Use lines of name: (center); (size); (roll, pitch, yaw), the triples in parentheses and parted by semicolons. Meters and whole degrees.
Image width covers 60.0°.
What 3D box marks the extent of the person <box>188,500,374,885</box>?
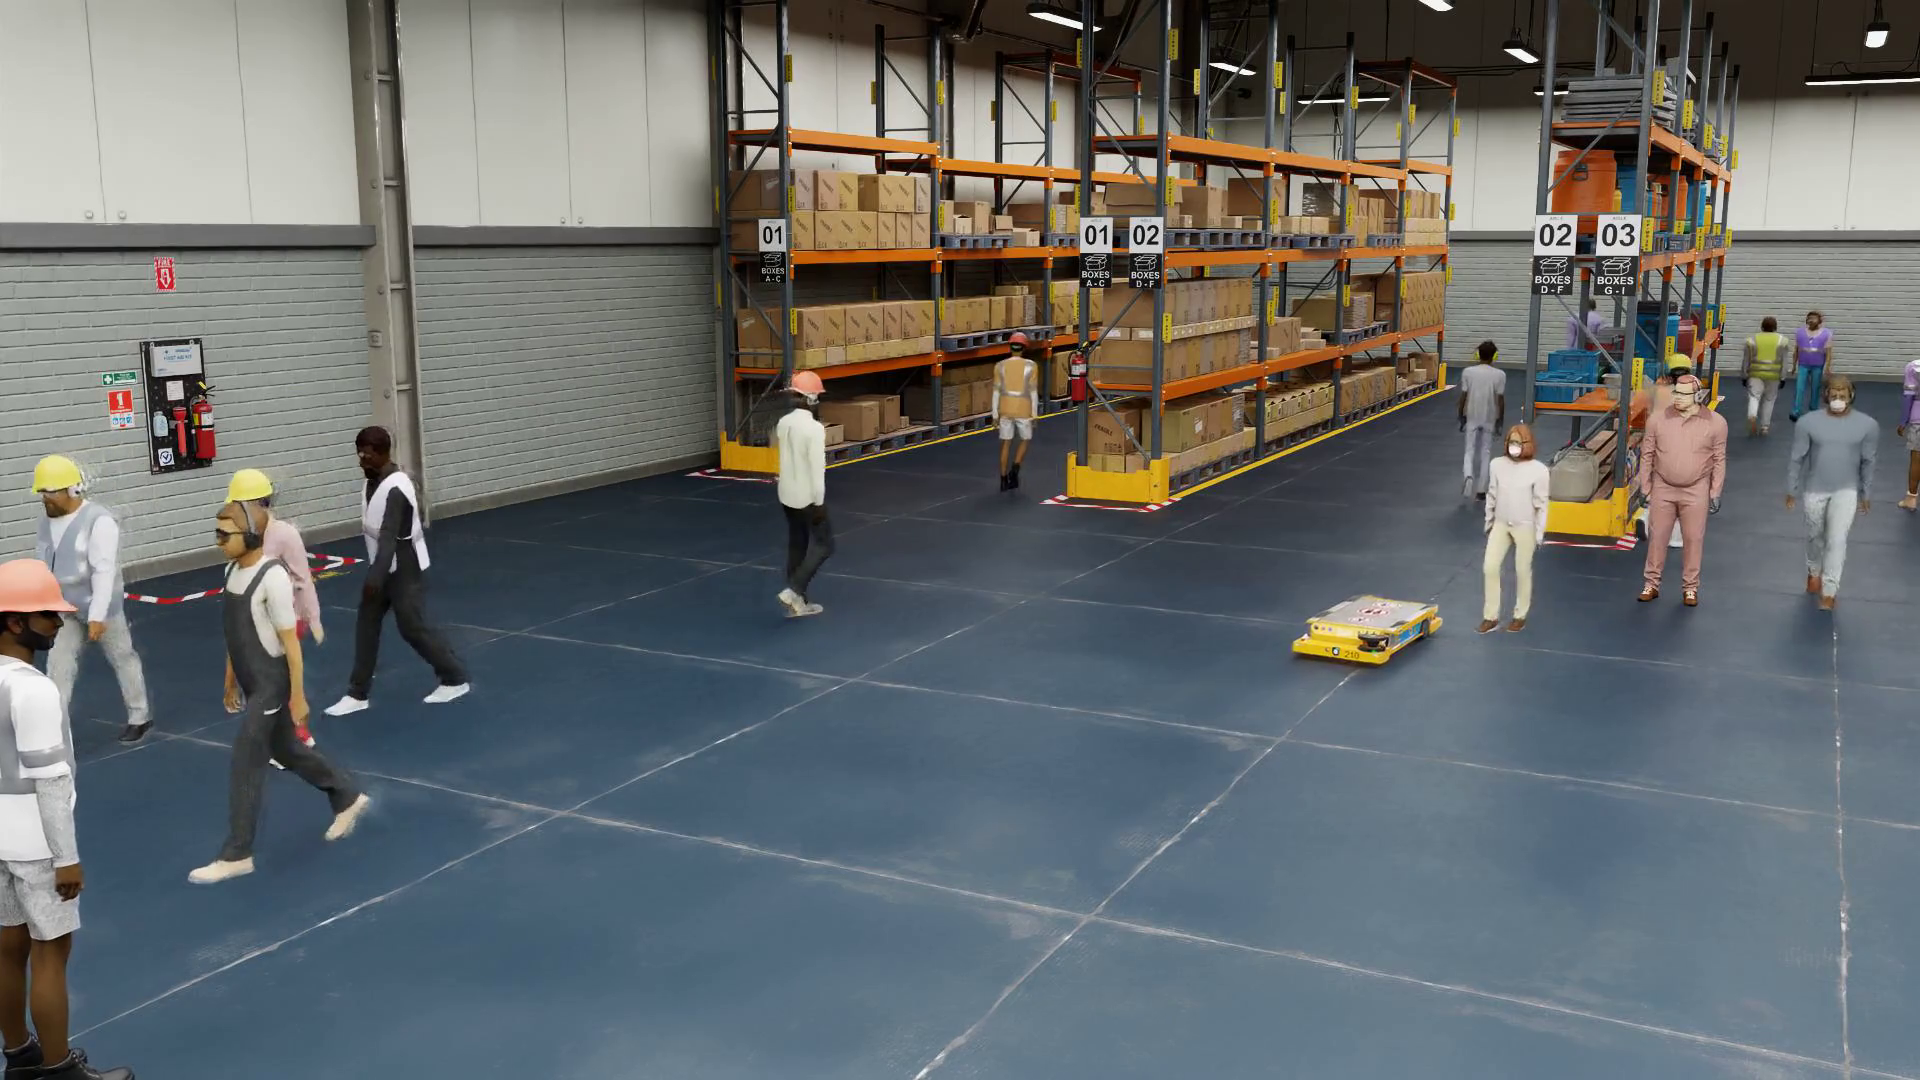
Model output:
person: (-3.295, 0.679, 8.032); (0.918, 1.817, 0.523); (-10, 14, -44)

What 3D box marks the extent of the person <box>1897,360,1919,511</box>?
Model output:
person: (10.692, -1.333, 18.353); (0.629, 2.041, 0.391); (2, 11, 10)

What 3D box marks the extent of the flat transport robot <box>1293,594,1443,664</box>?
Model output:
flat transport robot: (3.063, 0.644, 12.405); (0.652, 0.197, 1.431); (7, 12, 33)

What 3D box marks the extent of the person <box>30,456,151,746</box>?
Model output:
person: (-5.112, 0.398, 9.620); (0.617, 1.769, 0.927); (4, 11, 19)

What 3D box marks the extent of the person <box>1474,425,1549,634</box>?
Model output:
person: (4.167, -0.068, 12.605); (0.536, 1.604, 0.652); (10, 14, 44)

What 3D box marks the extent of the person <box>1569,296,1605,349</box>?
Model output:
person: (11.448, -3.495, 30.450); (0.637, 1.923, 0.612); (9, 14, 41)

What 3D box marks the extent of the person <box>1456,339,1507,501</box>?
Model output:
person: (5.934, -1.352, 18.963); (0.535, 1.856, 0.501); (4, 11, 22)

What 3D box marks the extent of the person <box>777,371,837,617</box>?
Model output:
person: (-1.236, -0.344, 13.147); (0.455, 1.980, 0.619); (-9, 14, -41)

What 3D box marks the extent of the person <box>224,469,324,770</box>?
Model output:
person: (-3.871, 0.455, 9.413); (0.585, 1.740, 0.479); (6, 12, 29)

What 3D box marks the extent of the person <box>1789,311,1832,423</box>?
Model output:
person: (13.773, -2.794, 26.966); (0.593, 1.796, 0.935); (8, 13, 38)

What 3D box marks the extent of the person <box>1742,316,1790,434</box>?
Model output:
person: (12.229, -2.492, 25.281); (0.631, 1.823, 0.694); (5, 12, 27)

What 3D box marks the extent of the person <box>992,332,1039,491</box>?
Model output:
person: (0.670, -1.523, 19.812); (0.595, 1.887, 0.485); (3, 11, 16)

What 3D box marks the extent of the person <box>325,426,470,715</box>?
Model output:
person: (-3.582, 0.186, 10.582); (0.862, 1.868, 0.602); (-9, 14, -41)

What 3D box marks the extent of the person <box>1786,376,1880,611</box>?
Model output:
person: (7.214, -0.423, 13.787); (0.642, 1.909, 0.954); (6, 12, 29)

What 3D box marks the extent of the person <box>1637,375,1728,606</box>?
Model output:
person: (5.922, -0.406, 13.679); (0.652, 1.903, 0.403); (6, 12, 29)

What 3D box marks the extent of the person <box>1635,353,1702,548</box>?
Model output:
person: (6.898, -0.860, 16.170); (0.520, 1.896, 0.626); (-6, 12, -30)

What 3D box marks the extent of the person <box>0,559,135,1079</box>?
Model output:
person: (-3.222, 1.023, 5.800); (0.547, 1.934, 0.375); (7, 13, 35)
